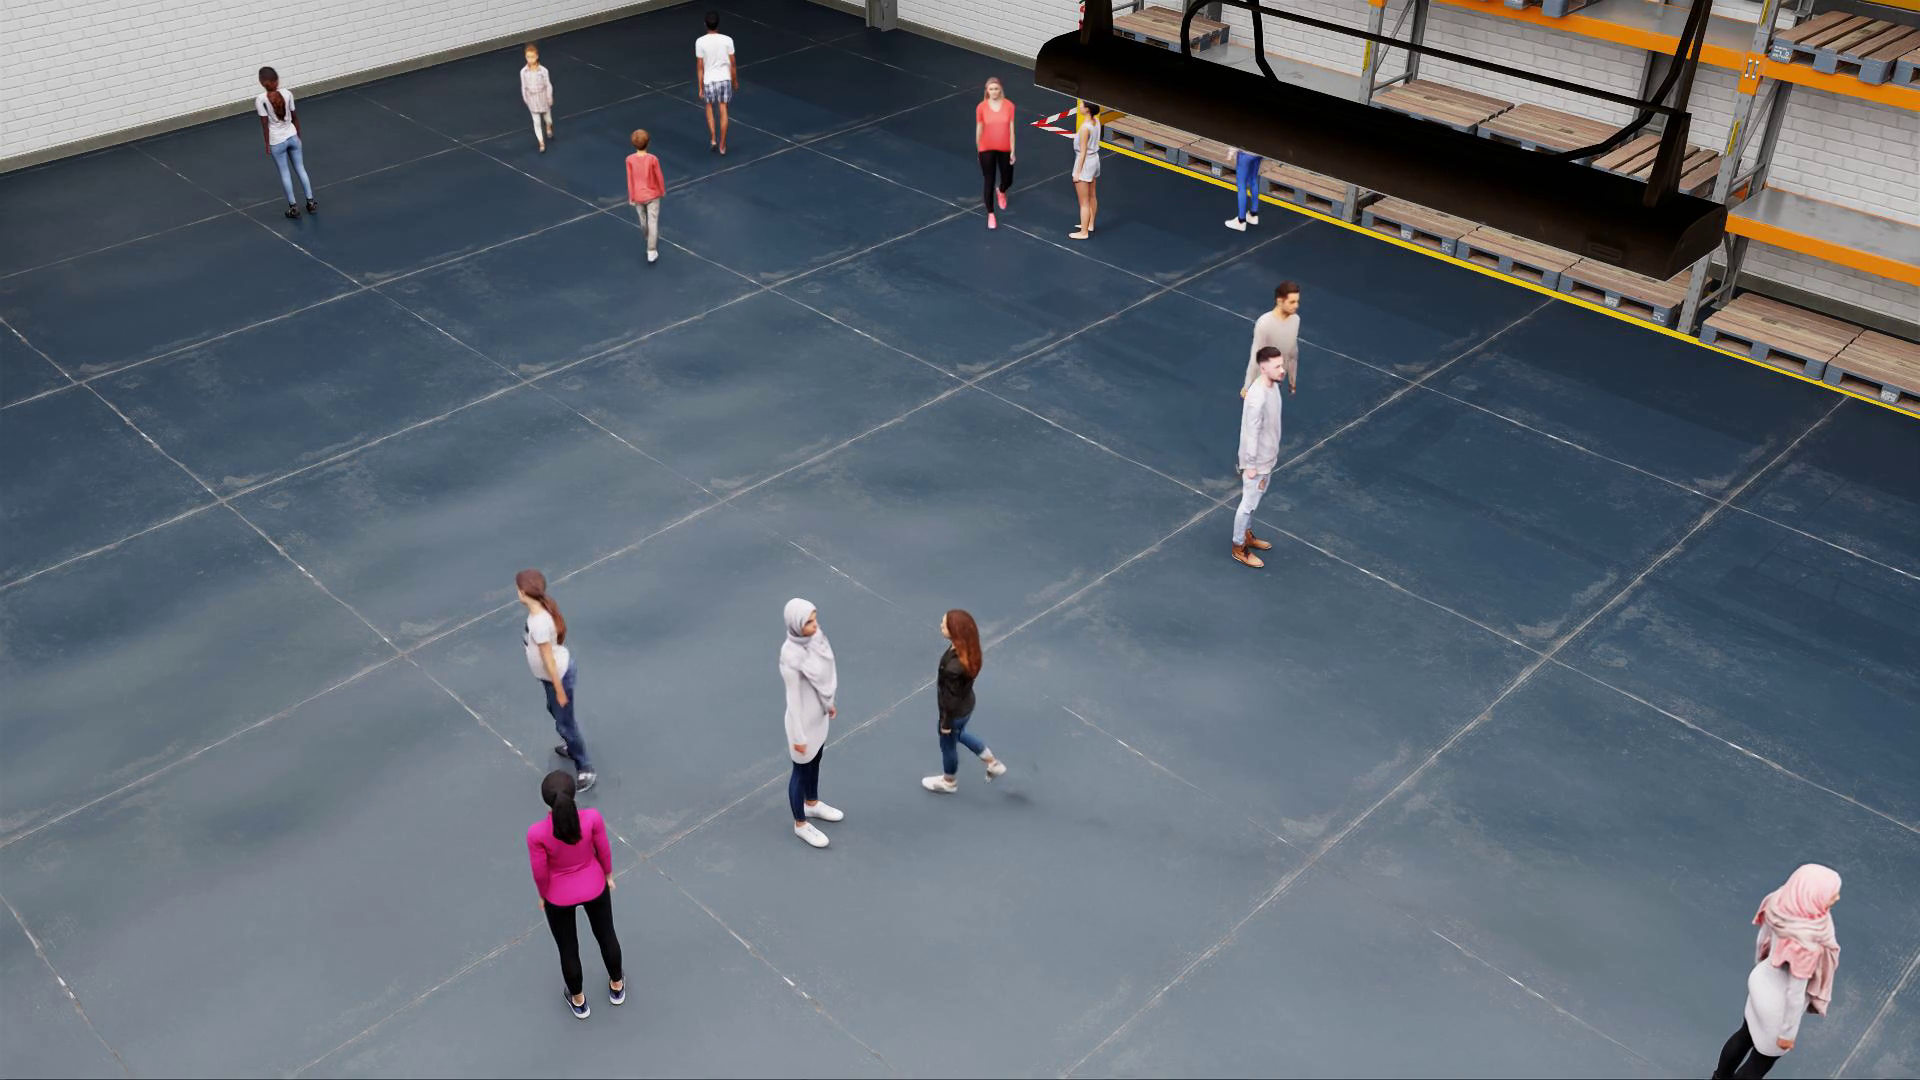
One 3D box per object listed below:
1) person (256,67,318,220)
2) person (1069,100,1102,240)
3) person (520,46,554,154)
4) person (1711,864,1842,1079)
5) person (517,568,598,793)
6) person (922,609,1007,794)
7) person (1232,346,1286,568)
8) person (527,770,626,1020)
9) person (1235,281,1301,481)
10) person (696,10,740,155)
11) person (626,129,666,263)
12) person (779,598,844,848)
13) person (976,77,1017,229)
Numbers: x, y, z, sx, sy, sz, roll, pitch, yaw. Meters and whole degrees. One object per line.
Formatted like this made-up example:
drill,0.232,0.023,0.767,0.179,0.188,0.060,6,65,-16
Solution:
person,-7.621,-4.490,18.758,0.511,1.720,0.582,28,43,35
person,1.400,-4.116,18.300,0.668,1.604,0.646,13,36,18
person,-5.240,-5.511,20.674,0.785,1.301,0.885,-4,34,-6
person,4.129,2.327,8.427,0.786,1.804,0.745,4,34,6
person,-2.598,0.894,10.817,0.859,1.545,0.695,-15,37,-22
person,0.041,1.062,10.630,0.885,1.472,0.767,9,35,13
person,2.319,-0.676,12.914,0.703,1.839,0.756,13,36,18
person,-2.102,1.930,9.119,0.661,1.699,0.669,-15,36,-21
person,2.504,-1.345,13.917,0.697,1.843,0.602,-21,39,-29
person,-2.977,-5.571,20.395,0.846,1.709,0.912,-5,34,-7
person,-3.365,-3.664,17.822,0.925,1.381,0.970,1,34,1
person,-0.947,1.104,10.293,0.661,1.775,0.681,13,36,18
person,0.399,-4.359,18.598,0.875,1.680,0.950,-2,34,-3
